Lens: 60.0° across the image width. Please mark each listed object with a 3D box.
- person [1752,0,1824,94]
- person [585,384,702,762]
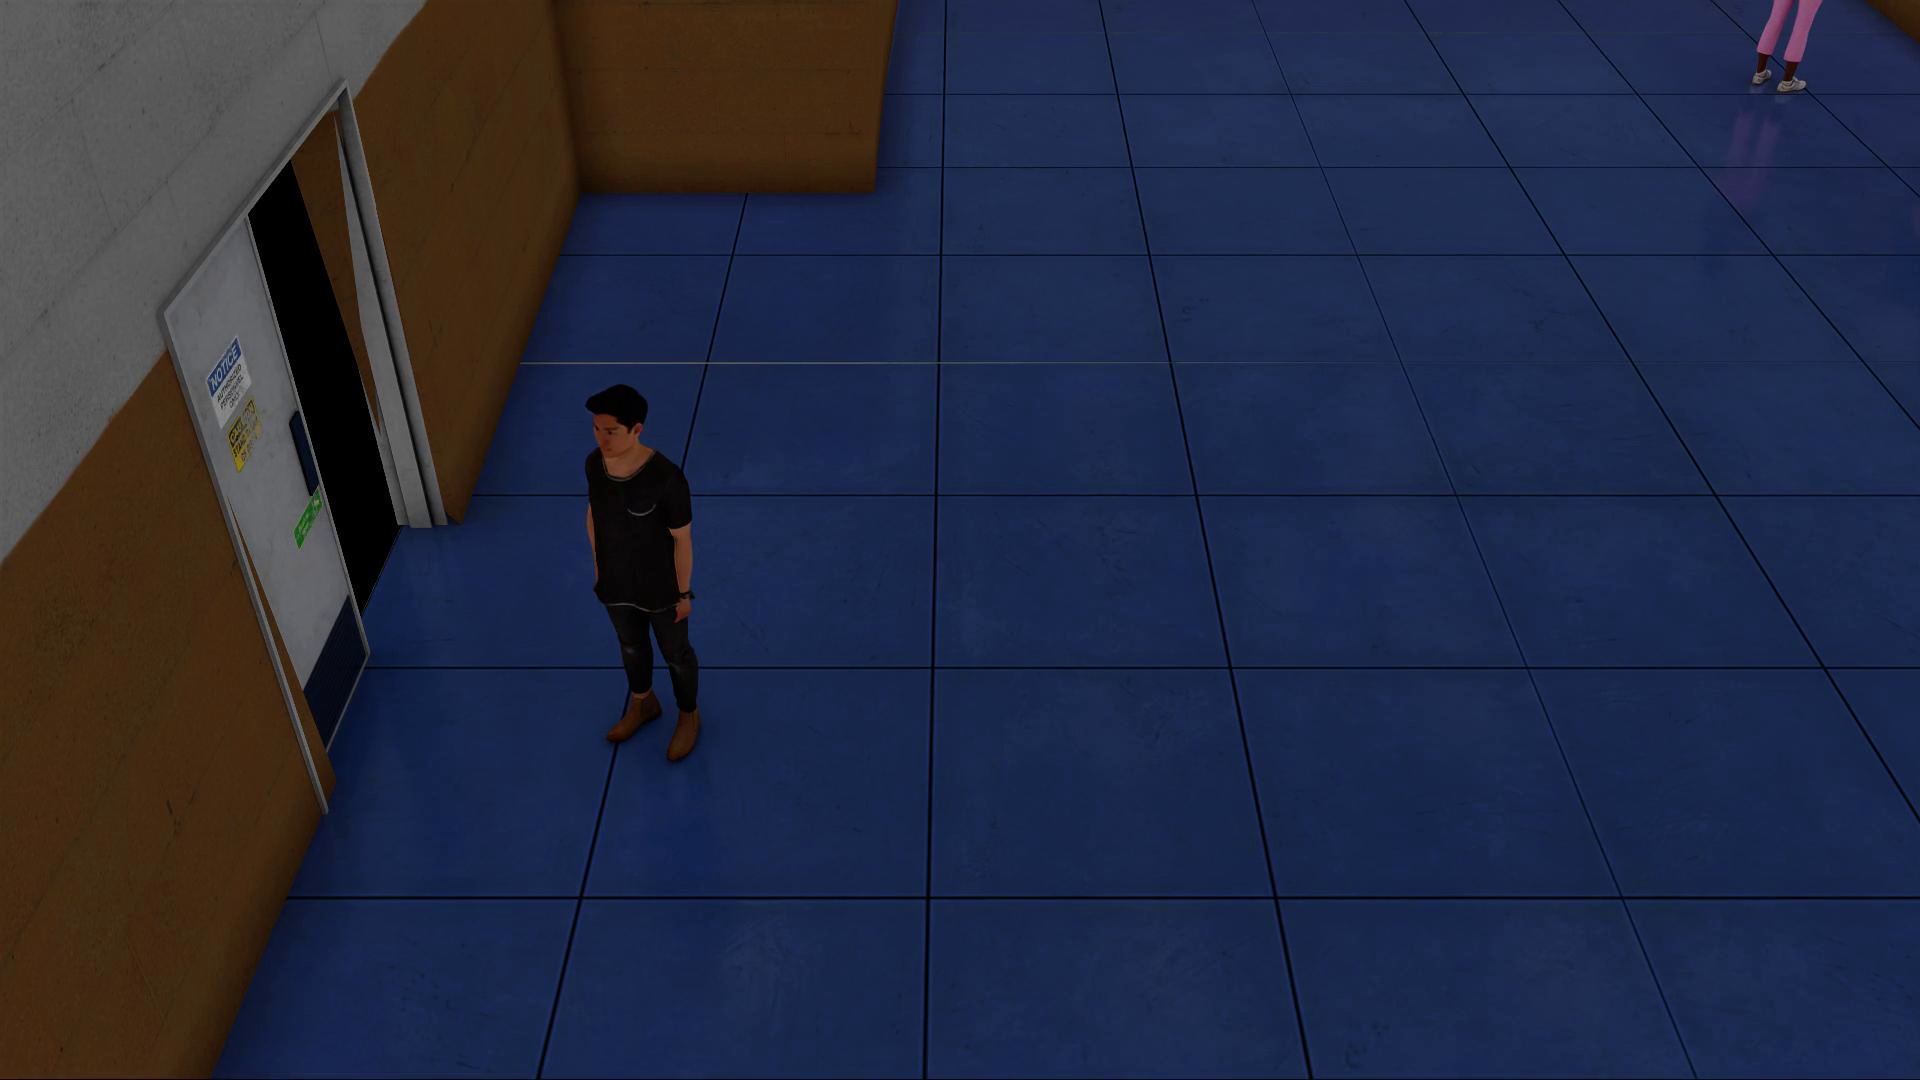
[{"bbox_3d":[6.305,-4.232,12.400,0.693,1.740,0.656,-25,44,-29],"label":"person"},{"bbox_3d":[-1.260,0.121,6.619,0.635,1.717,0.760,15,40,19],"label":"person"}]
